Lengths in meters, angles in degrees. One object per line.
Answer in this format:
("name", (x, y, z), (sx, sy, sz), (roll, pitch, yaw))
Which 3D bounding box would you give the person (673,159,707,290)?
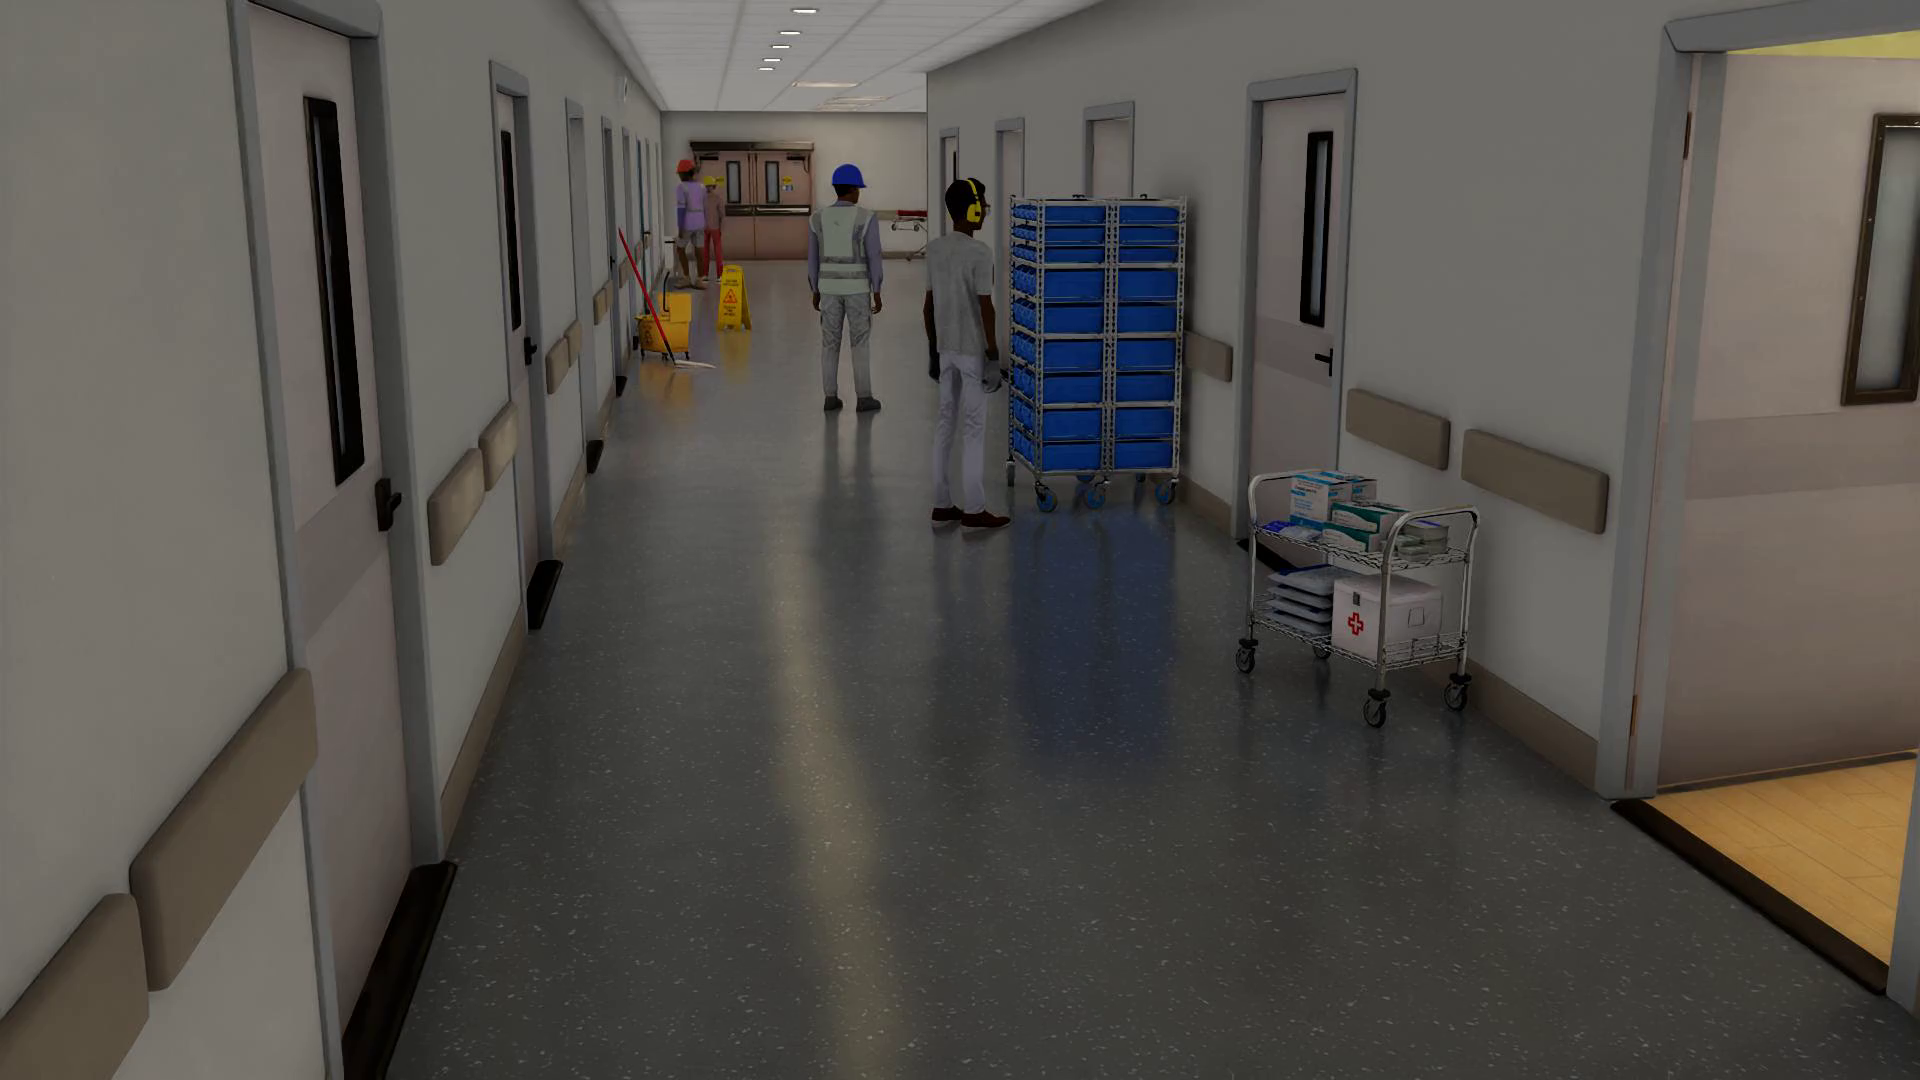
("person", (-4.255, -4.960, 26.218), (0.569, 2.023, 0.693), (11, 17, 41))

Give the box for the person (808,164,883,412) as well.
("person", (-0.899, -1.990, 13.198), (0.615, 1.943, 0.399), (4, 13, 17))

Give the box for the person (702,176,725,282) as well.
("person", (-4.207, -5.240, 28.037), (0.525, 1.769, 0.308), (3, 13, 12))

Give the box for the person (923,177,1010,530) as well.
("person", (0.030, -0.990, 8.928), (0.322, 1.871, 0.531), (-12, 18, -43))
